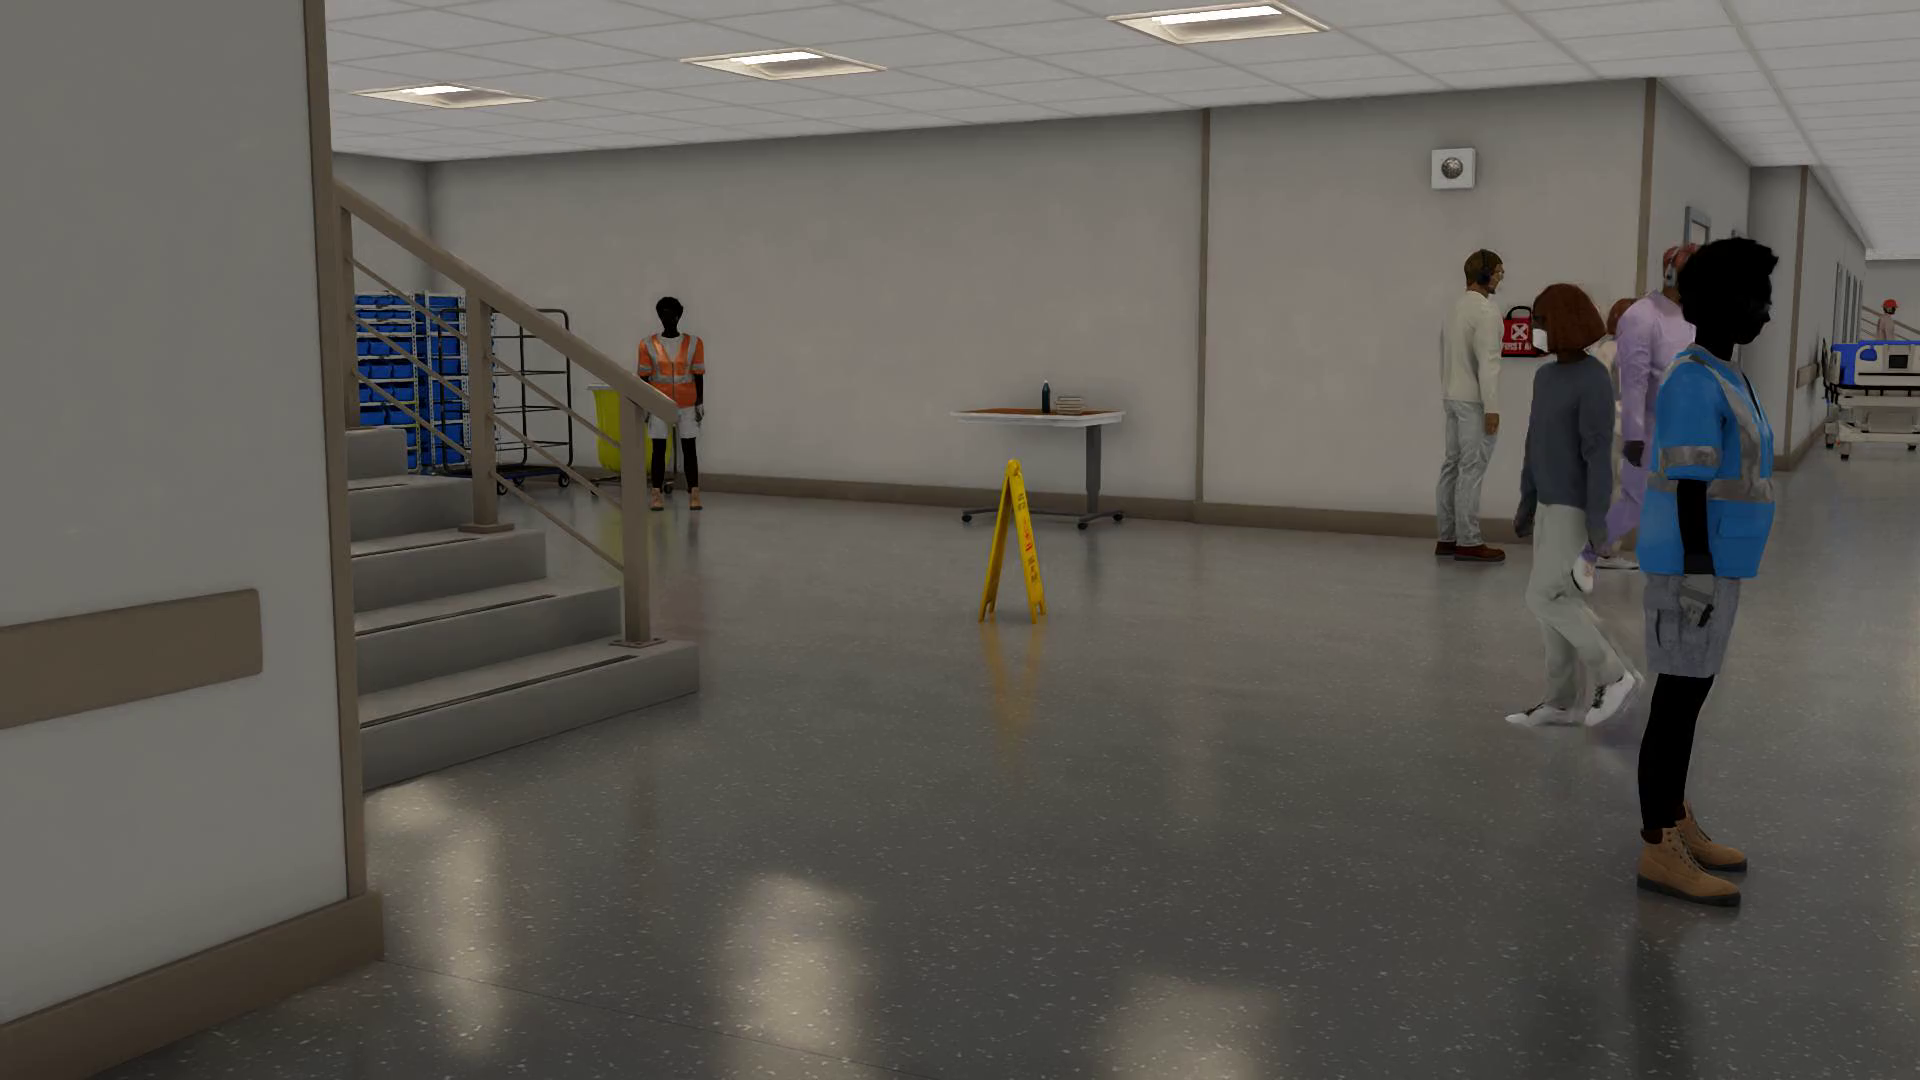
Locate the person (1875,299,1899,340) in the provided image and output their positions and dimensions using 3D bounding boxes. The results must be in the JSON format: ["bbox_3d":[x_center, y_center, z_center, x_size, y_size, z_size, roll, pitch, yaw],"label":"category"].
[{"bbox_3d":[19.441,-4.054,34.923,0.396,1.992,0.623,1,8,10],"label":"person"}]

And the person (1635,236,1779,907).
[{"bbox_3d":[1.932,0.071,4.322,0.318,1.696,0.532,4,9,30],"label":"person"}]

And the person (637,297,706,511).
[{"bbox_3d":[-2.269,-1.064,13.100,0.536,1.690,0.322,-2,8,-13],"label":"person"}]

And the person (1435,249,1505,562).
[{"bbox_3d":[3.195,-0.837,10.384,0.353,1.937,0.635,-1,7,-7],"label":"person"}]

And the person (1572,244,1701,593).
[{"bbox_3d":[3.577,-0.575,8.587,0.639,1.881,0.766,-3,8,-22],"label":"person"}]

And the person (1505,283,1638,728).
[{"bbox_3d":[2.168,-0.103,5.976,0.369,1.621,0.506,0,7,0],"label":"person"}]

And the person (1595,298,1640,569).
[{"bbox_3d":[3.964,-0.637,10.032,0.319,1.628,0.508,0,7,-1],"label":"person"}]
